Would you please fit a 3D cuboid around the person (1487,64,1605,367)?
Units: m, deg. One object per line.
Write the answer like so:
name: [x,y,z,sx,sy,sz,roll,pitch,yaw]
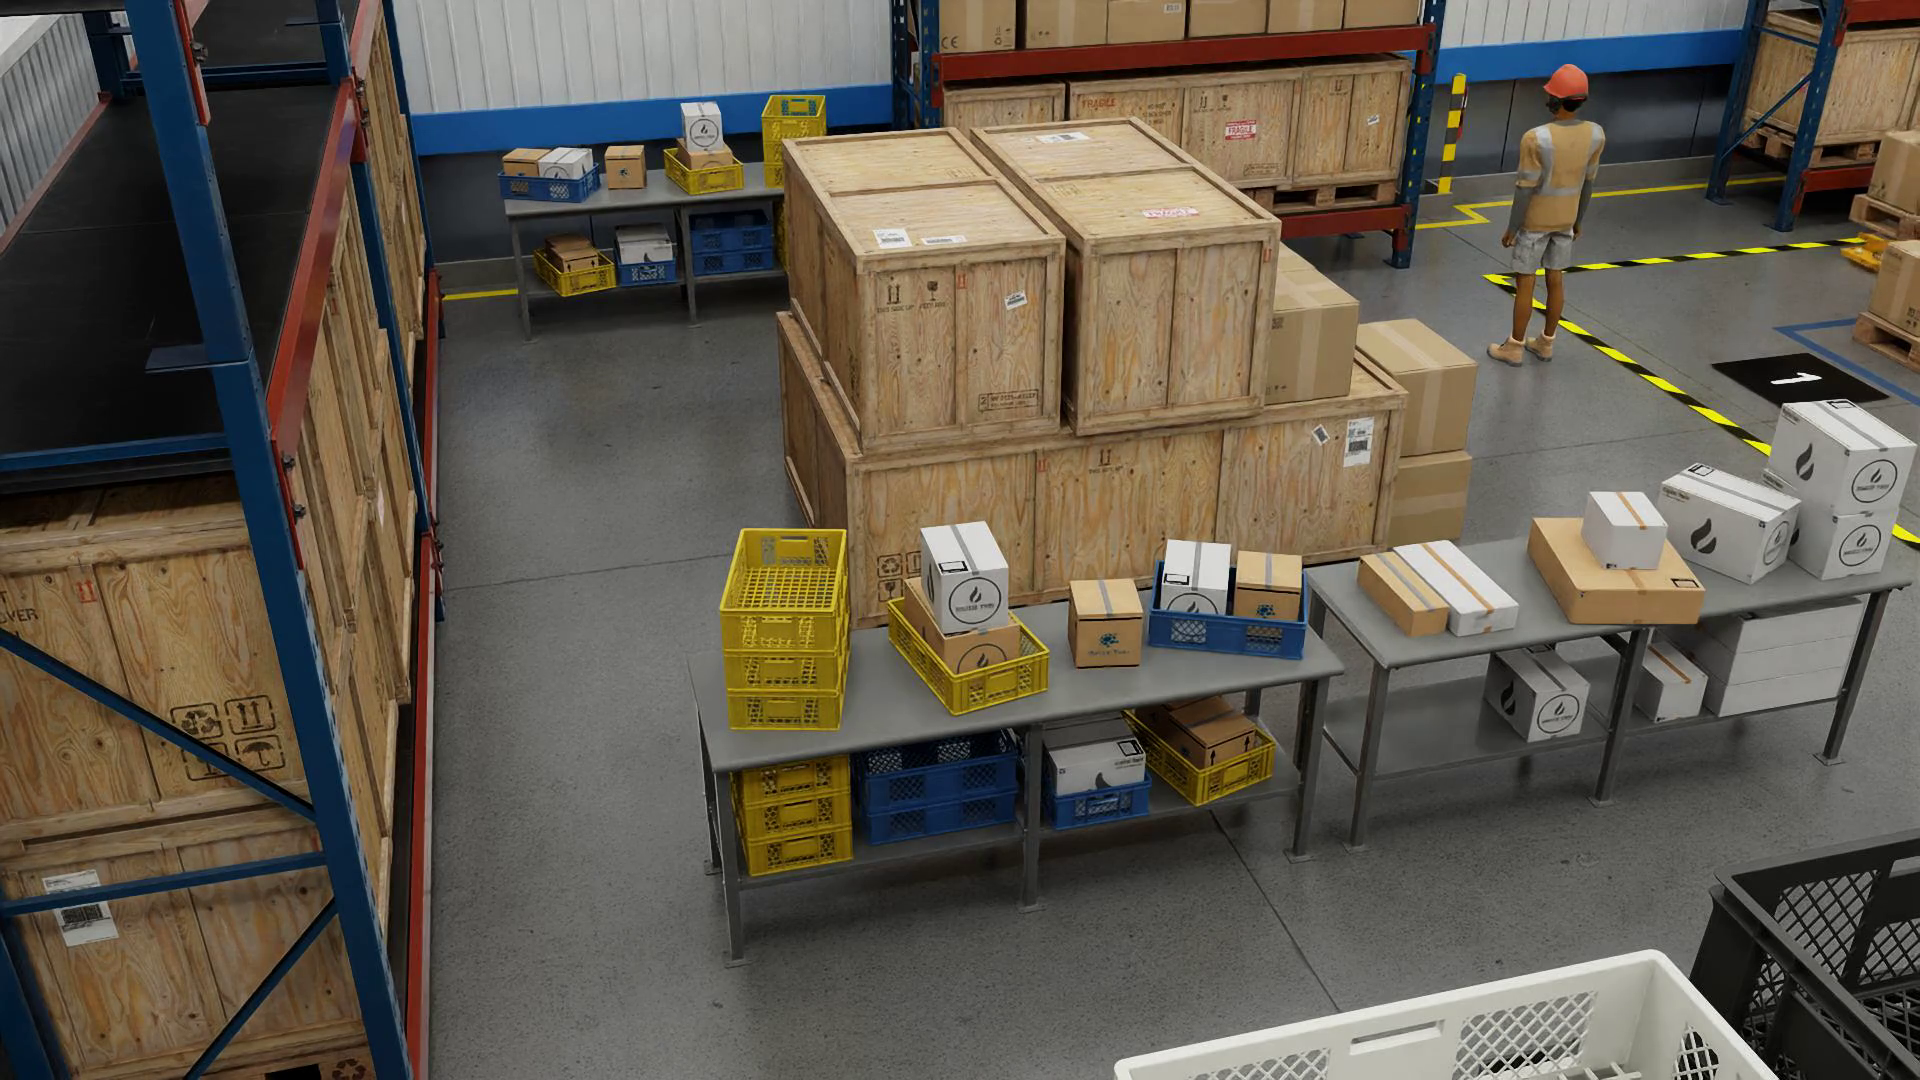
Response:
person: [3.942,-2.164,11.204,0.606,2.048,0.367,-9,30,-16]
